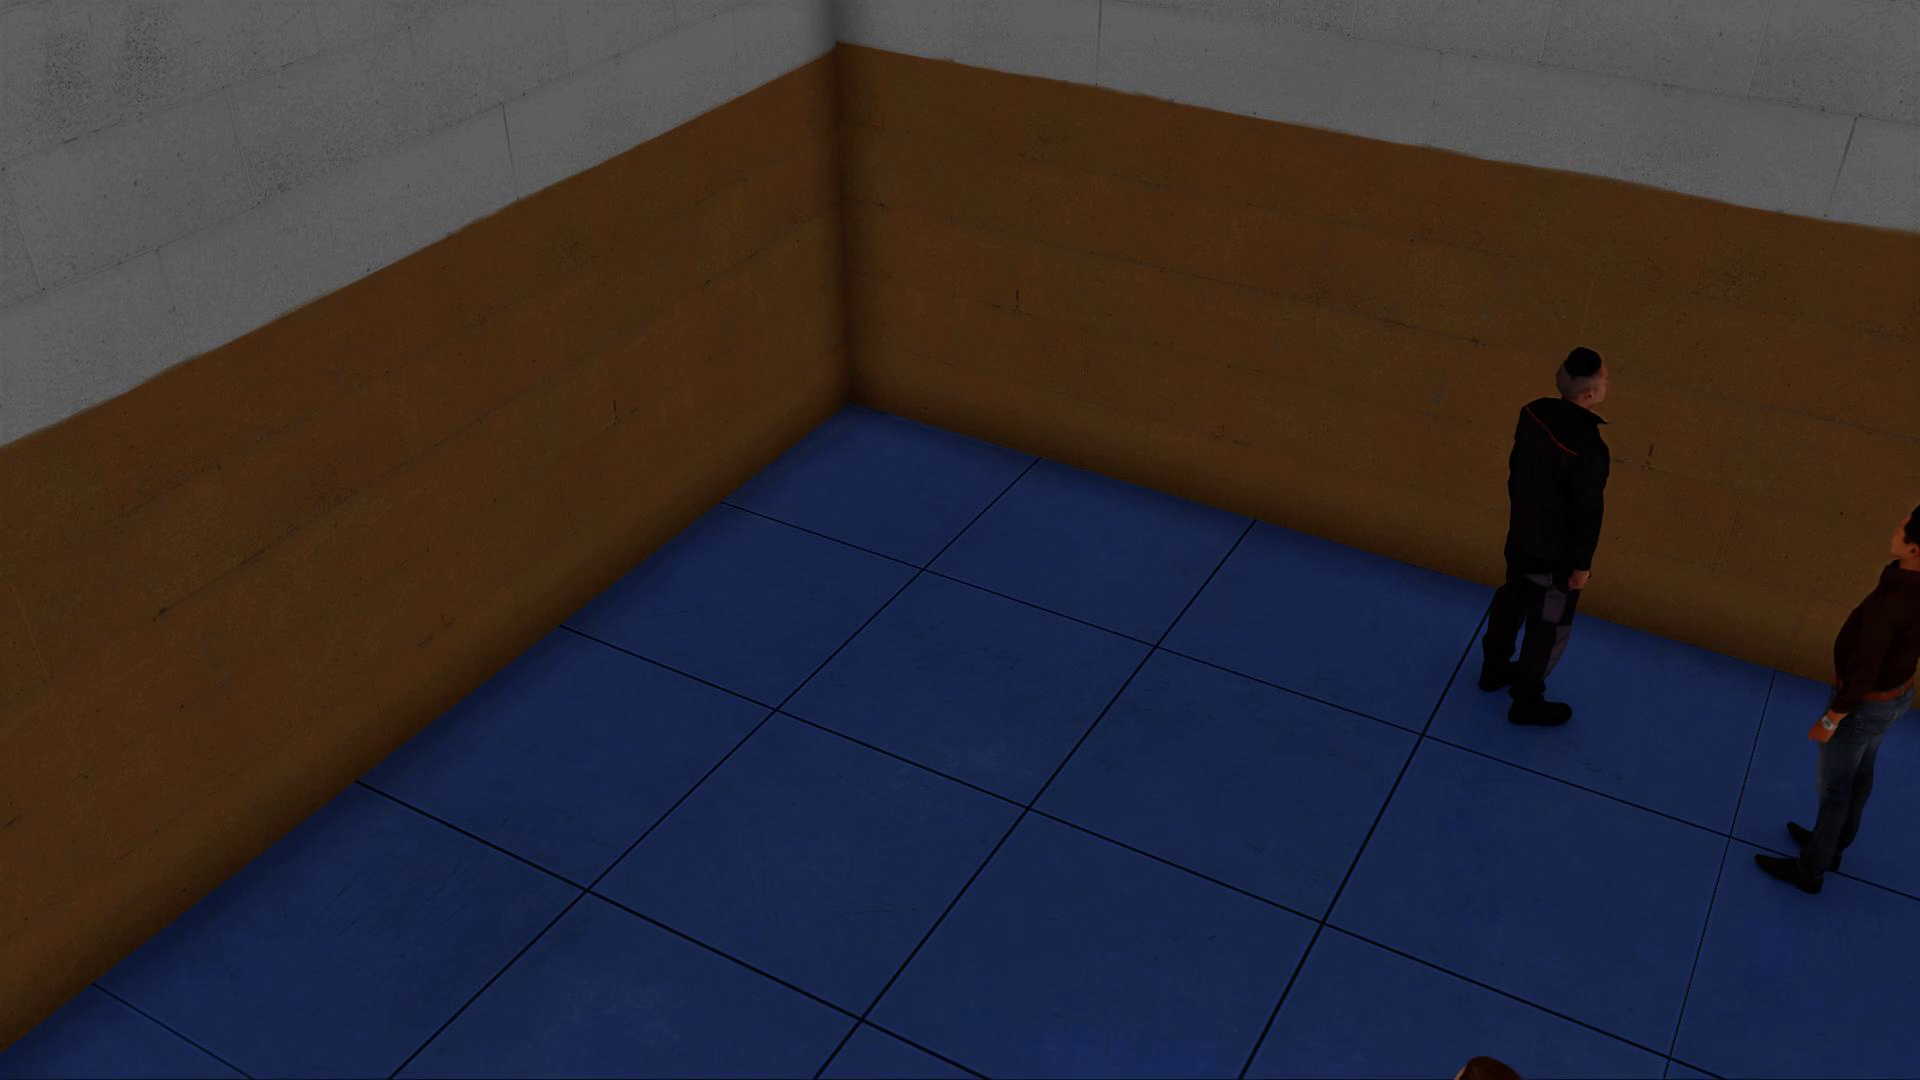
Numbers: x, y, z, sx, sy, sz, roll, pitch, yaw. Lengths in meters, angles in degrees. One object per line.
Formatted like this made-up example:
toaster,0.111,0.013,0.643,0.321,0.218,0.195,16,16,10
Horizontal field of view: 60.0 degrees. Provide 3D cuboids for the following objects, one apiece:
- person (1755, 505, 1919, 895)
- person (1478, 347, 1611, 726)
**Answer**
person,3.505,0.625,6.408,0.600,1.782,0.772,-23,40,-31
person,2.594,-0.034,7.305,0.904,1.861,0.835,-8,34,-11
